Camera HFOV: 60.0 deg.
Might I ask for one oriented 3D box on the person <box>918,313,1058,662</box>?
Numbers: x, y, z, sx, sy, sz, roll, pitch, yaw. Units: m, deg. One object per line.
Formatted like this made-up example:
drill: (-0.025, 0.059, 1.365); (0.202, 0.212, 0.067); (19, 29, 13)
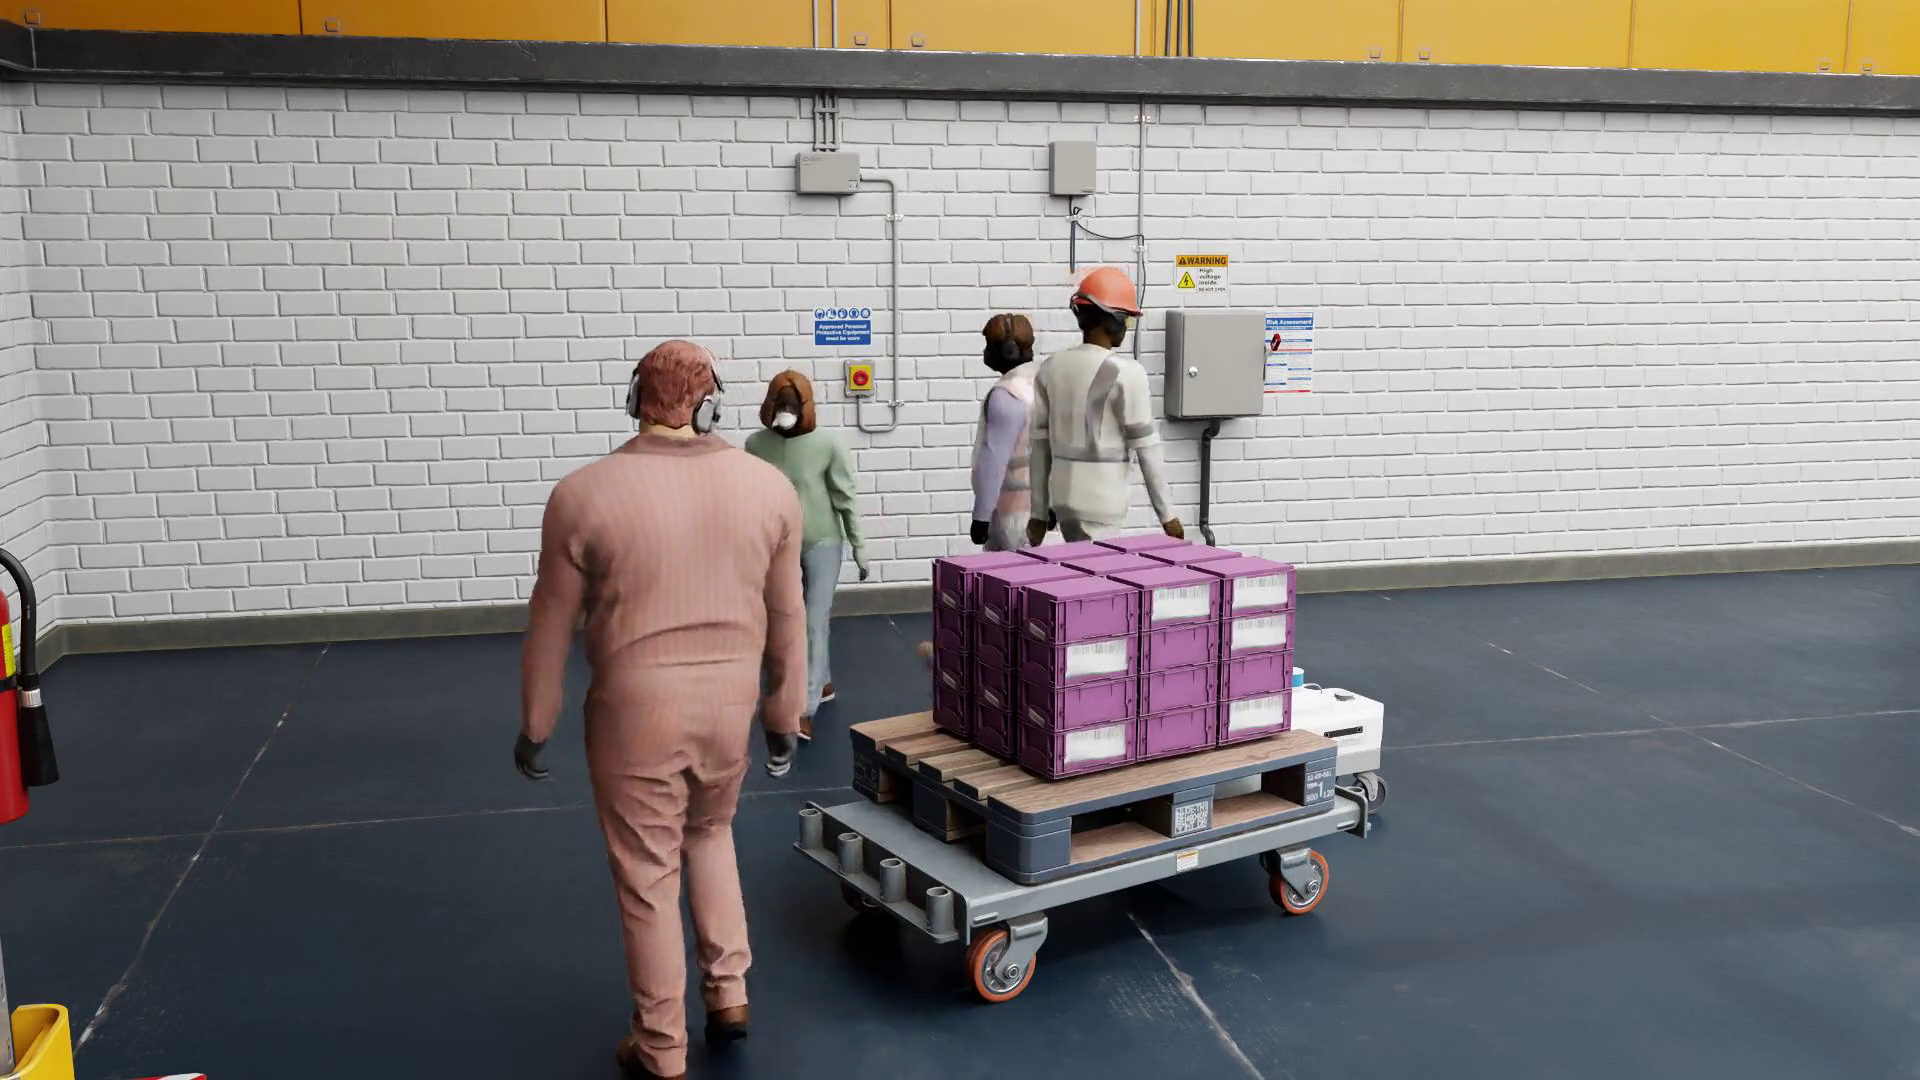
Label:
person: (0.248, -0.187, 7.964); (0.978, 1.790, 0.640); (4, 11, 21)

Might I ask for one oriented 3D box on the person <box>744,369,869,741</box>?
person: (-0.700, 0.053, 7.201); (0.584, 1.578, 0.873); (4, 11, 23)

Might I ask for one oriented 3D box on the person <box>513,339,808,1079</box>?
person: (-0.747, 0.445, 4.186); (0.683, 1.879, 0.447); (-7, 12, -33)

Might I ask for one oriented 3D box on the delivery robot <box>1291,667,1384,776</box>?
delivery robot: (1.212, 0.712, 6.143); (0.707, 0.478, 0.477); (-5, 11, -26)

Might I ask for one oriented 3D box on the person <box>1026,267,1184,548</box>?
person: (0.669, -0.151, 7.137); (0.861, 2.006, 0.612); (-6, 12, -32)
